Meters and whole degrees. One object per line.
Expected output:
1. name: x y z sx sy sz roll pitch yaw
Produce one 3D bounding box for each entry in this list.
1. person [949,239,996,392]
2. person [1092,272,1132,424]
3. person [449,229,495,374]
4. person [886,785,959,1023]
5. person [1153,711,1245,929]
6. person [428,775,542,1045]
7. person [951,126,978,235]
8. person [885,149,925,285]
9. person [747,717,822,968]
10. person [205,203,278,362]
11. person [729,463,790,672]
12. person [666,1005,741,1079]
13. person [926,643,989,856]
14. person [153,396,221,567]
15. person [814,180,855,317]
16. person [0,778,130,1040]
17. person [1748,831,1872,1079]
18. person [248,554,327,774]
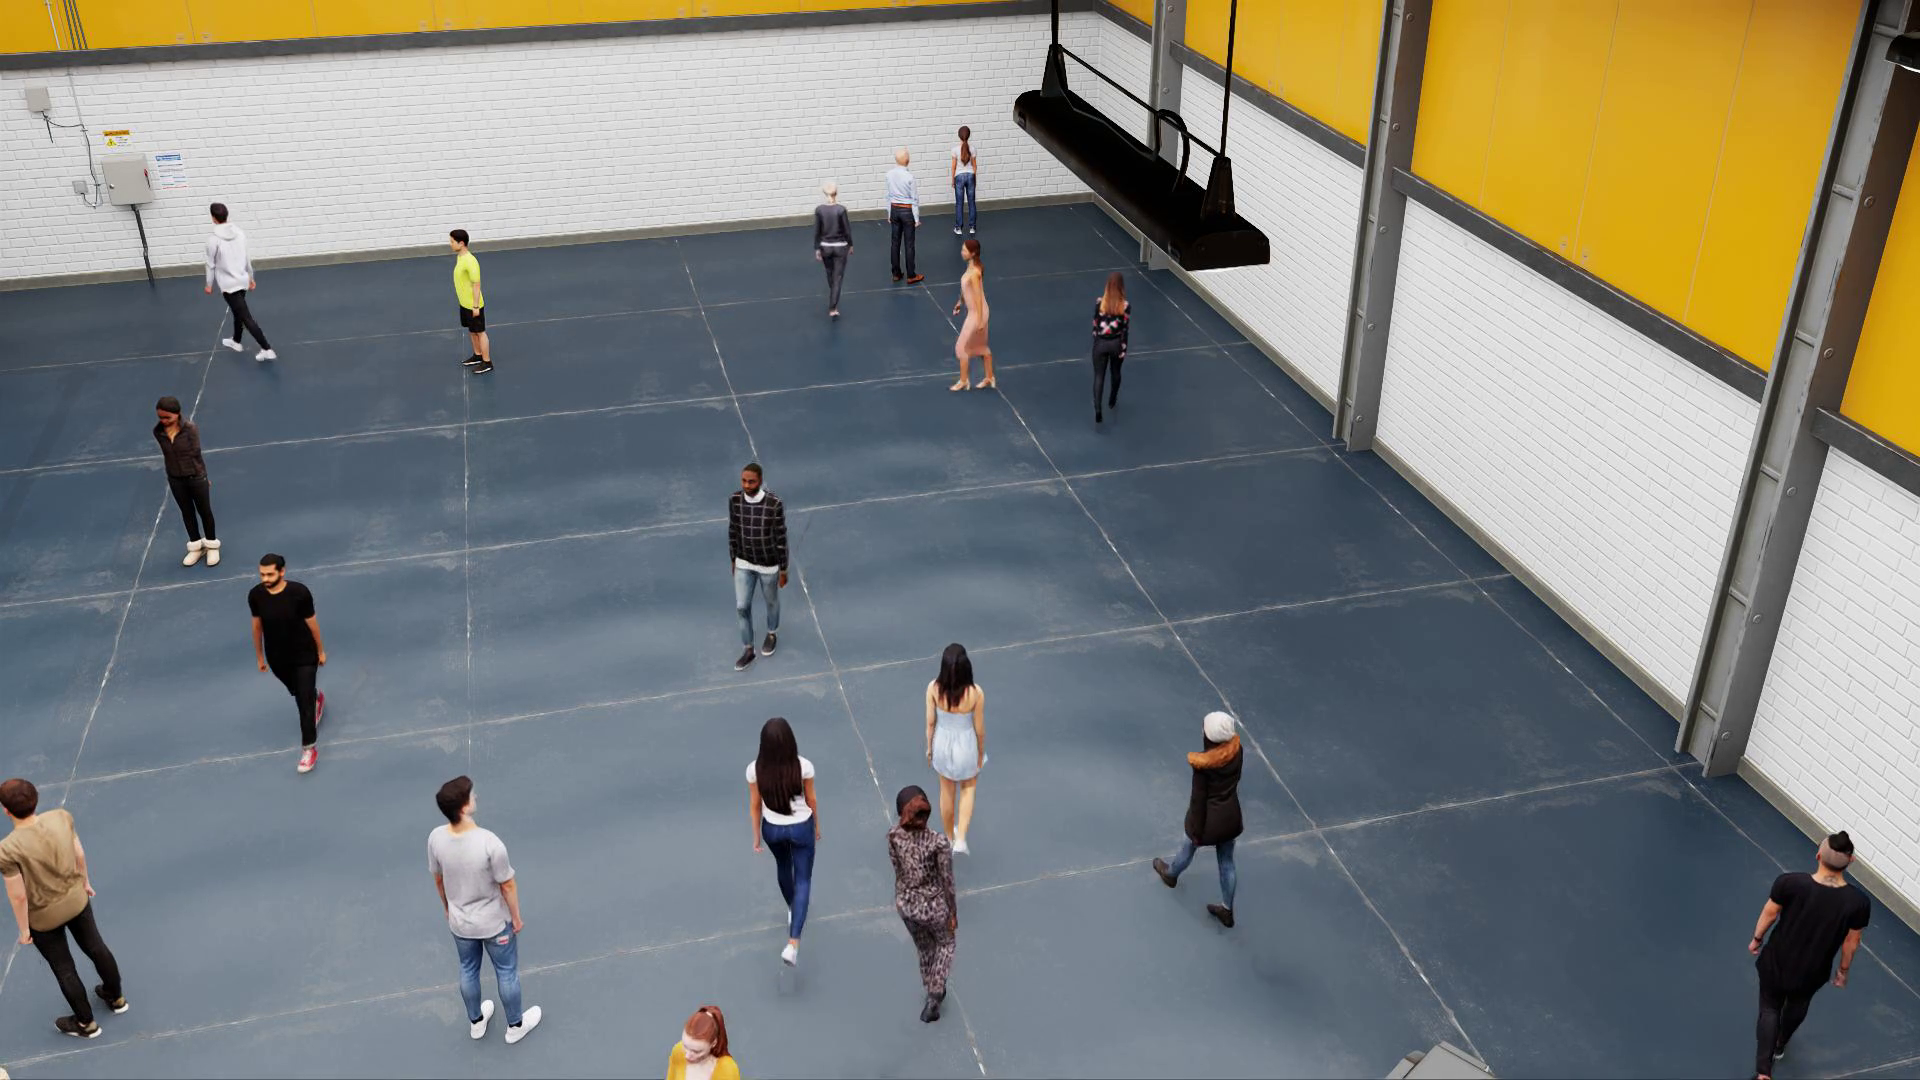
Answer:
1. person: 0.281 -2.532 18.857 0.801 1.808 0.781 2 29 3
2. person: 1.619 -2.091 18.215 0.856 1.649 1.137 4 29 8
3. person: -5.737 -2.822 19.492 0.751 1.708 0.586 -19 34 -30
4. person: -0.257 2.288 10.140 0.800 1.692 0.870 11 31 20
5. person: 1.730 1.872 10.998 0.784 1.602 1.036 -15 32 -25
6. person: -2.903 2.236 10.034 0.752 1.886 0.732 6 29 10
7. person: 0.071 -5.215 24.031 0.565 1.563 0.561 -3 29 -5
8. person: -0.756 -4.315 22.142 0.730 1.792 0.781 14 32 24
9. person: -1.108 1.947 10.708 0.846 1.748 1.156 2 29 3
10. person: -8.500 -2.996 19.629 1.246 1.883 1.227 14 31 23
11. person: -1.656 0.137 13.970 0.900 1.803 1.006 5 29 9
12. person: -1.244 3.068 8.716 1.161 1.687 1.203 17 33 28
13. person: -0.046 1.517 11.530 0.735 1.717 0.851 3 29 5
14. person: -7.171 -0.587 15.444 0.654 1.660 0.604 -7 29 -13
15. person: -1.609 -3.660 21.057 0.985 1.682 1.185 8 30 14
16. person: -5.482 2.223 10.095 0.805 1.851 0.726 13 31 22
17. person: 4.883 2.454 9.671 1.034 1.851 1.134 11 30 19
18. person: -5.103 0.833 12.770 0.829 1.730 1.212 0 29 0
